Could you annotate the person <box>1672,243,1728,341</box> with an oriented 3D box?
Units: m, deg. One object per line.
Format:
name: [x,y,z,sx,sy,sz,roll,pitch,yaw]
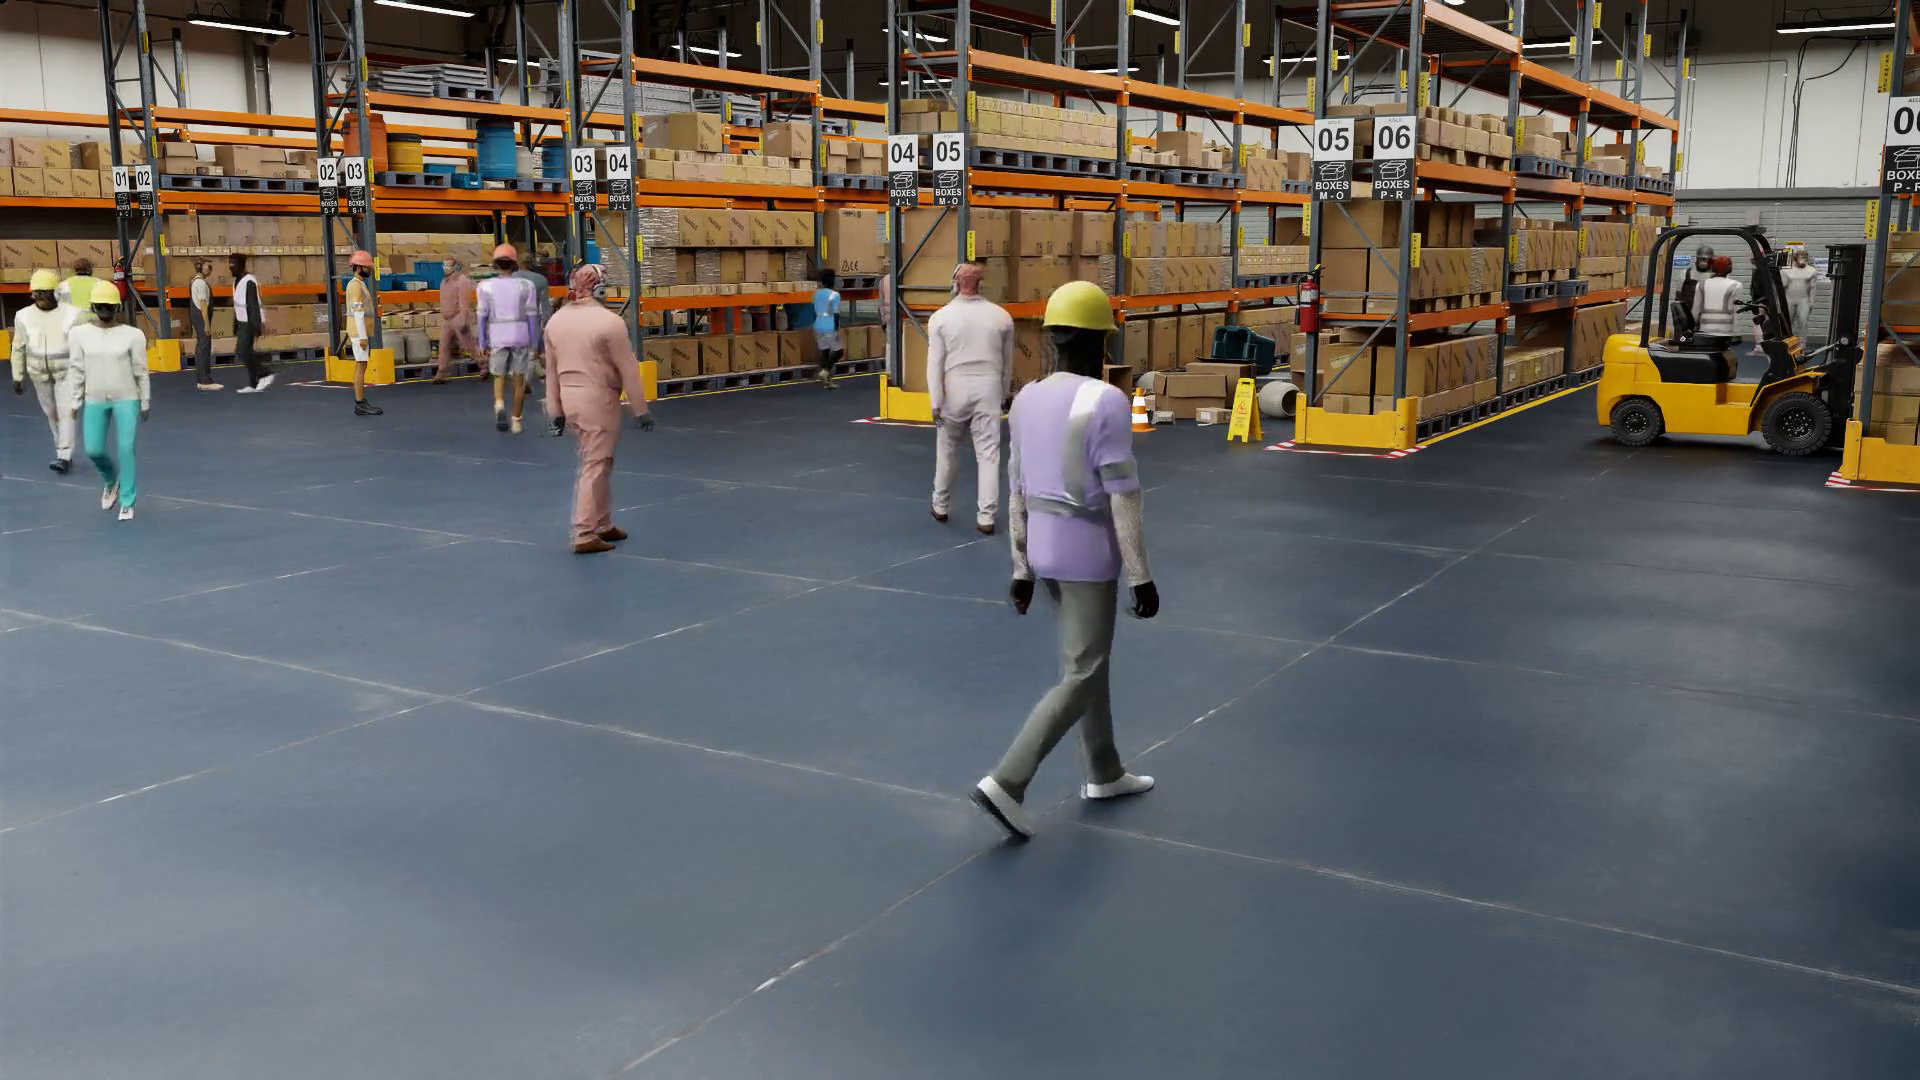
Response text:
person: [10.486,-3.195,23.588,0.697,2.000,0.615,8,13,37]

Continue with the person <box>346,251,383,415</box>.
person: [-7.050,-2.439,19.669,0.380,1.927,0.542,-3,11,-18]

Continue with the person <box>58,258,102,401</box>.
person: [-11.266,-2.707,21.470,0.646,1.833,0.430,-3,11,-17]

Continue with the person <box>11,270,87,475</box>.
person: [-8.016,-1.472,14.666,0.623,1.780,0.935,-2,10,-11]

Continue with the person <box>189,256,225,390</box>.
person: [-10.450,-2.990,22.991,0.348,1.842,0.506,-7,12,-33]

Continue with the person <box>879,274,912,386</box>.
person: [-0.854,-3.128,23.773,0.633,1.839,0.429,8,13,37]

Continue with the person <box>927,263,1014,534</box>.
person: [0.048,-1.011,11.834,0.651,1.873,0.953,-2,10,-13]

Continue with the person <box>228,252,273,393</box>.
person: [-9.645,-2.925,22.470,0.454,1.899,0.615,-8,13,-37]

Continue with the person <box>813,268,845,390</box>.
person: [-1.834,-2.902,22.933,0.540,1.686,0.414,9,14,41]

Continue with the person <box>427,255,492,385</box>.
person: [-7.230,-3.178,24.011,0.649,1.864,0.990,8,13,39]

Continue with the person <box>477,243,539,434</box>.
person: [-4.737,-2.093,17.459,0.614,2.026,0.602,-2,10,-11]

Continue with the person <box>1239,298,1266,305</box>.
person: [5.564,-4.607,31.782,0.831,1.946,0.612,-9,14,-42]

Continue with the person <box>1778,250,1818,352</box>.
person: [15.001,-4.233,29.807,0.642,1.893,0.974,4,11,20]

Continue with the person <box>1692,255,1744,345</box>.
person: [9.477,-2.617,20.812,0.422,1.868,0.595,-10,14,-44]

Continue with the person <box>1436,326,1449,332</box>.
person: [9.410,-4.737,32.452,0.705,1.977,1.062,4,11,21]

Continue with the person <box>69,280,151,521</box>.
person: [-6.217,-1.021,12.192,0.550,1.751,0.417,-3,11,-16]

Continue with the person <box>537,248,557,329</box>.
person: [-7.916,-4.632,31.942,0.372,1.931,0.629,-10,14,-43]

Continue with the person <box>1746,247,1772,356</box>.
person: [14.419,-4.282,29.914,0.600,1.961,0.654,9,13,41]

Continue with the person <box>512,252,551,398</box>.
person: [-5.775,-2.831,21.916,0.767,1.901,0.762,-3,11,-16]

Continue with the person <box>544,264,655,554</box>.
person: [-2.334,-0.865,10.973,0.646,1.880,0.729,8,13,38]

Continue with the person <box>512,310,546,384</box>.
person: [-6.192,-3.065,24.087,0.816,1.597,0.500,-8,13,-39]

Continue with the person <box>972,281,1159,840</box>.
person: [0.375,0.060,5.752,0.863,1.899,0.605,-6,12,-29]
